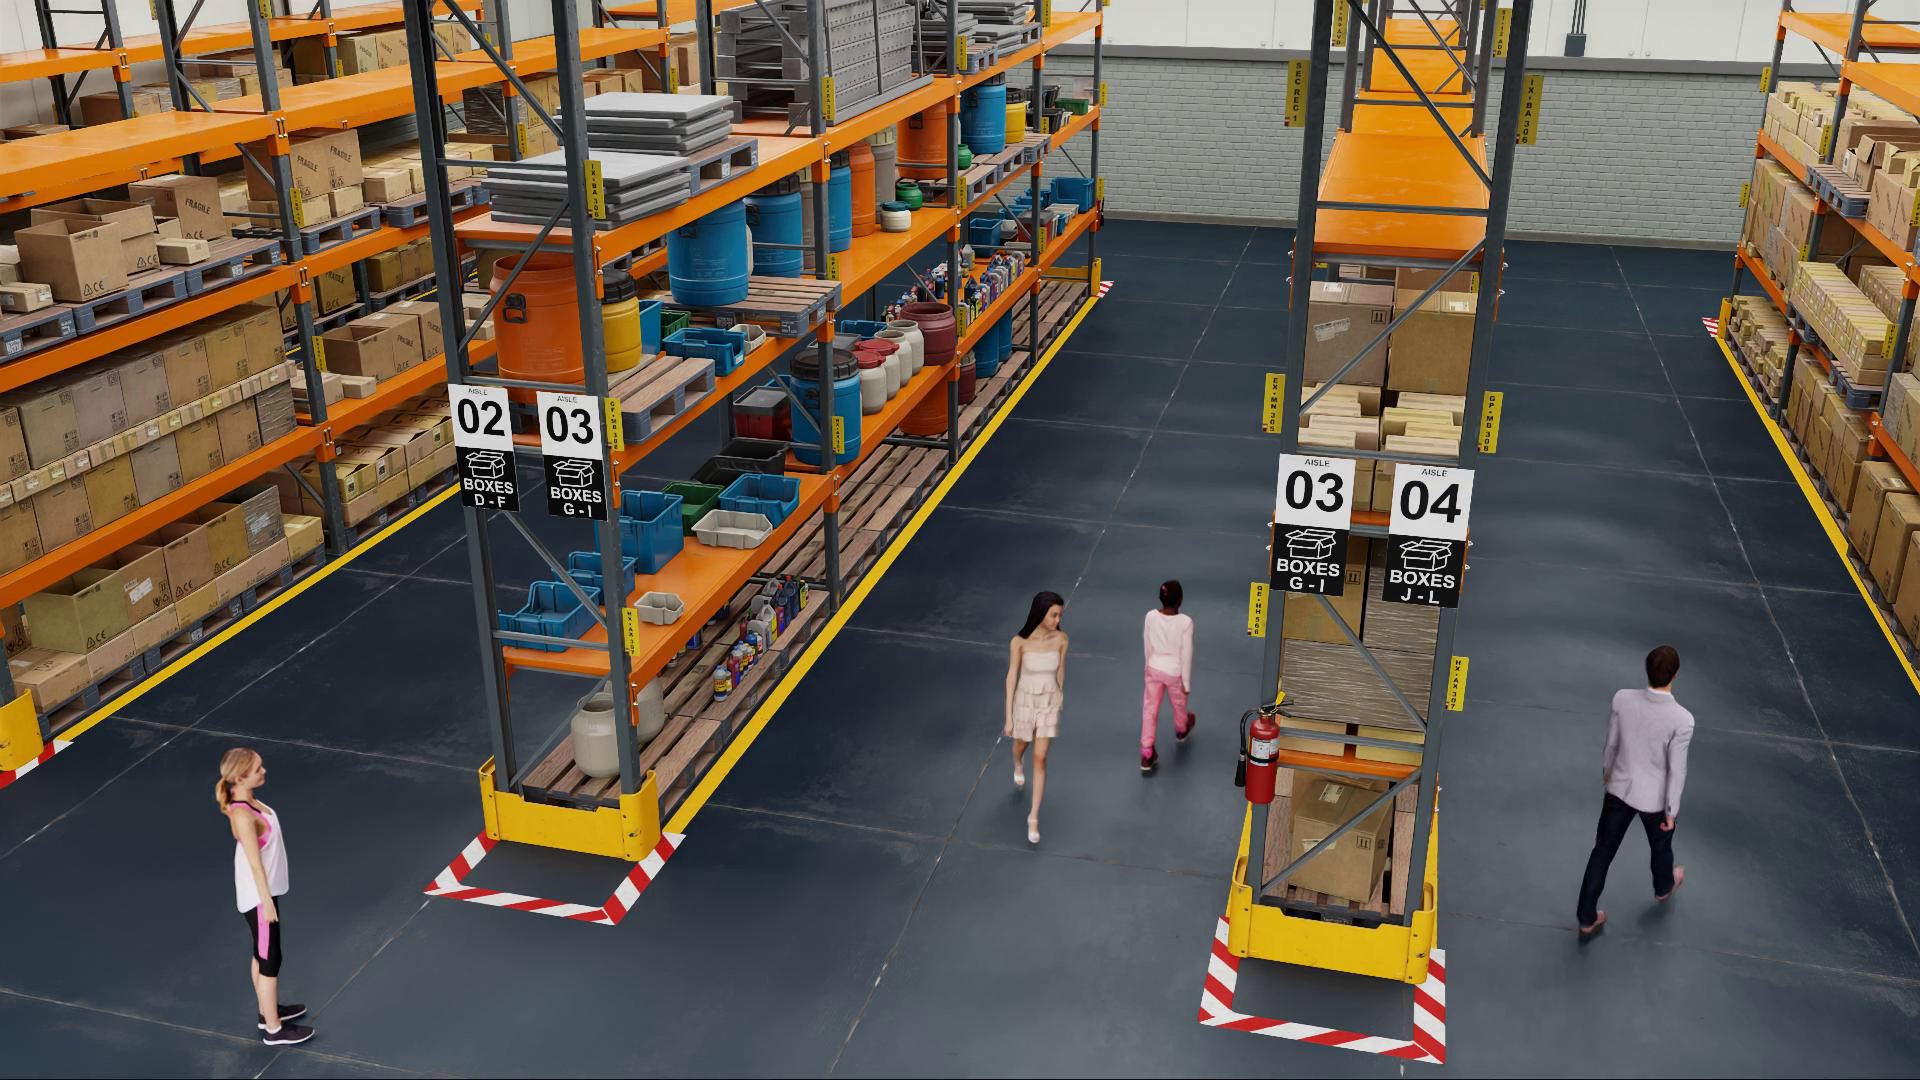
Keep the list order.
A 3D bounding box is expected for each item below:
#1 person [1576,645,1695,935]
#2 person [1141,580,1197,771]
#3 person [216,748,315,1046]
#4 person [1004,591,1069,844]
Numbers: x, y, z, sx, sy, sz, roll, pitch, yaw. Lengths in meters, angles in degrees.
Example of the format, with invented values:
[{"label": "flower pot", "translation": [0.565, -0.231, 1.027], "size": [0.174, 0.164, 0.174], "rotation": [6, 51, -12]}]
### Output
[{"label": "person", "translation": [4.011, 1.554, 9.965], "size": [1.302, 1.793, 1.103], "rotation": [-19, 29, -39]}, {"label": "person", "translation": [1.447, 0.979, 11.885], "size": [0.686, 1.405, 1.029], "rotation": [10, 24, 24]}, {"label": "person", "translation": [-3.823, 1.928, 9.060], "size": [0.746, 1.786, 0.675], "rotation": [-11, 25, -25]}, {"label": "person", "translation": [0.476, 1.117, 11.172], "size": [0.879, 1.688, 1.166], "rotation": [-2, 22, -4]}]
